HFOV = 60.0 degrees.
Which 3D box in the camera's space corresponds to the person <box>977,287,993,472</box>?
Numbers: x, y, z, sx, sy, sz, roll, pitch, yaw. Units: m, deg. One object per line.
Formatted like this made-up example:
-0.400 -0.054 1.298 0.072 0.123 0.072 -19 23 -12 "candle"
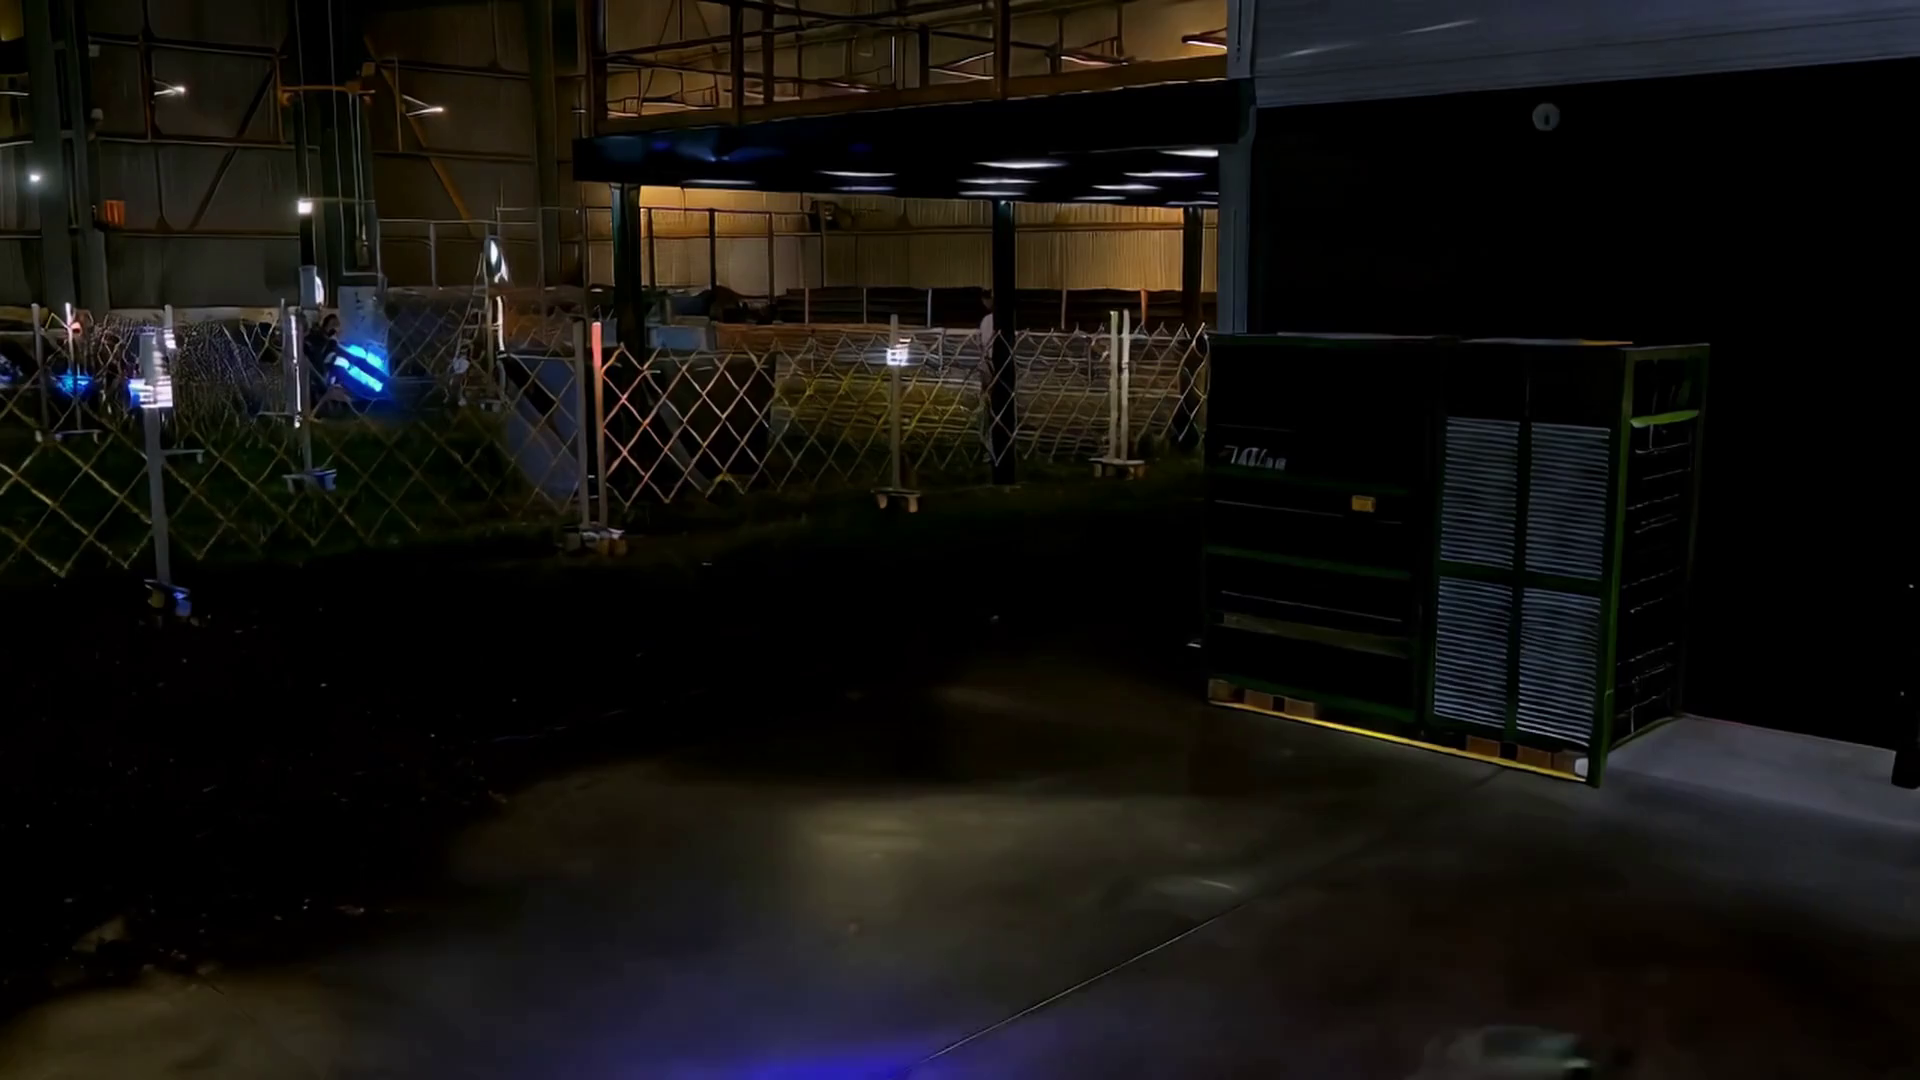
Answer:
0.355 -1.633 17.010 0.354 1.883 0.573 1 9 8 "person"
